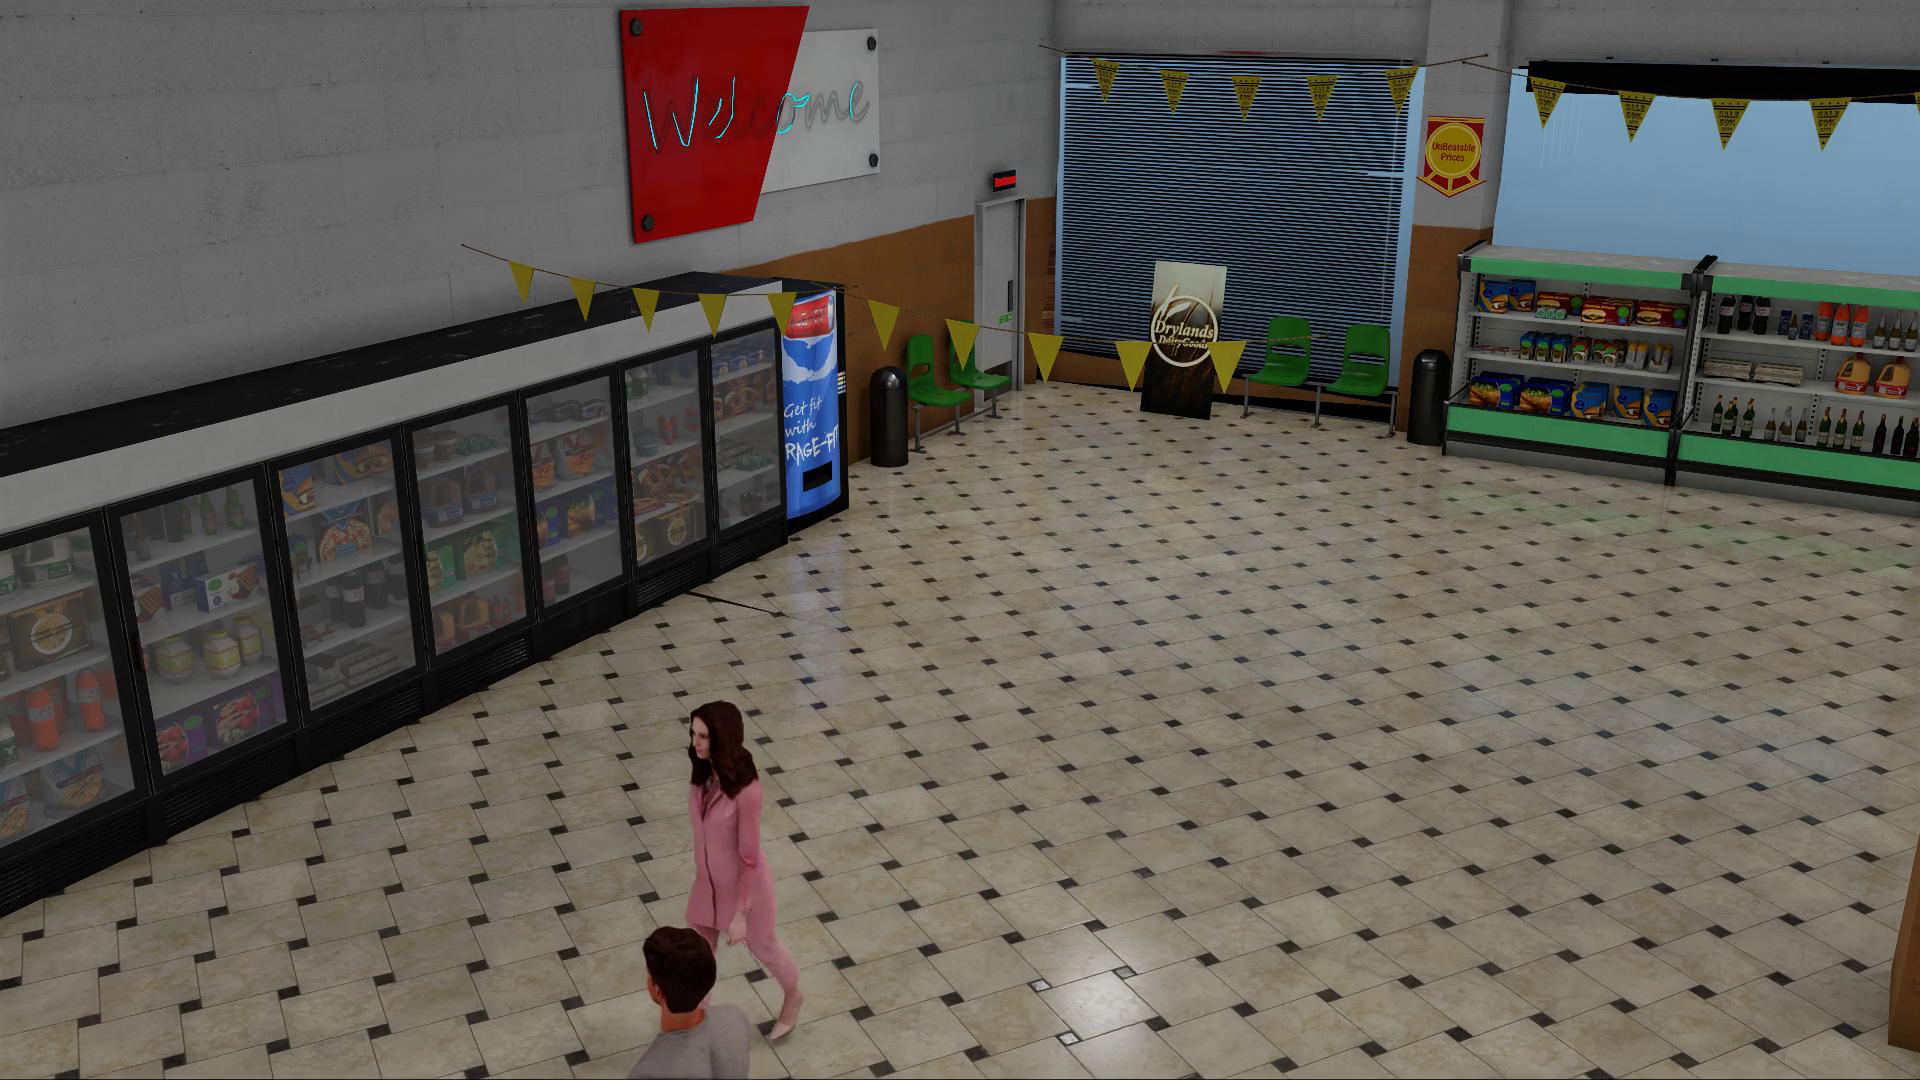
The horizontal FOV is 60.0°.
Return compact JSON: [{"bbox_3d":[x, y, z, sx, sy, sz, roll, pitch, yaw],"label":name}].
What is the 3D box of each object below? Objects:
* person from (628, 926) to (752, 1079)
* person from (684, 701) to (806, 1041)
[{"bbox_3d":[-0.857,2.105,5.355,0.563,1.903,0.675,11,22,31],"label":"person"},{"bbox_3d":[-0.918,1.528,7.306,1.090,1.750,0.804,15,24,37],"label":"person"}]
